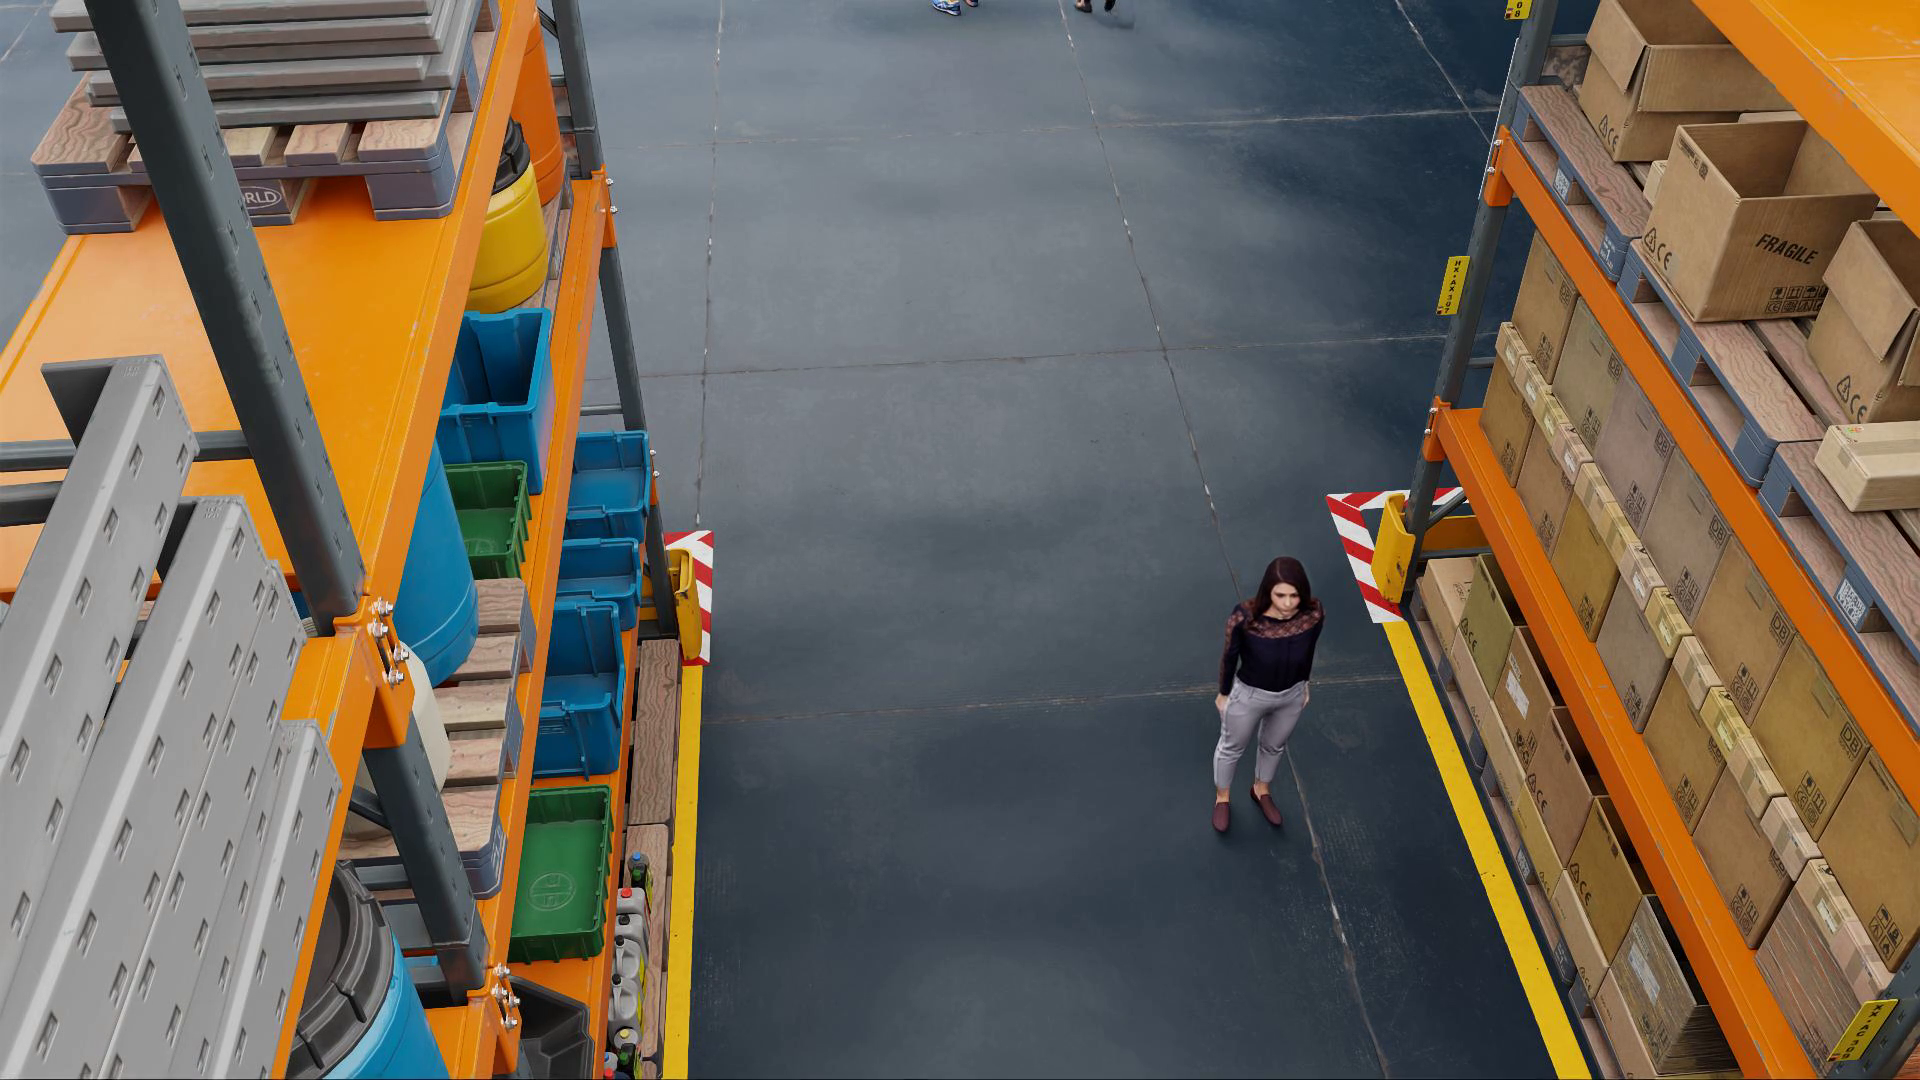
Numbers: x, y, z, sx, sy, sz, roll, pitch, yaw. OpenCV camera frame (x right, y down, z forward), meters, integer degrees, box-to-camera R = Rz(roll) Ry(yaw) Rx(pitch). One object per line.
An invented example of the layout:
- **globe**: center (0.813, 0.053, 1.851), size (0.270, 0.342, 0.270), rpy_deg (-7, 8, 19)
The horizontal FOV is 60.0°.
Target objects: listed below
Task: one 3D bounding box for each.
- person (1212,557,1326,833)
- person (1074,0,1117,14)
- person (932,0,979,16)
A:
- **person**: center (1.388, 0.712, 7.545), size (0.609, 1.608, 0.542), rpy_deg (-6, 43, -7)
- **person**: center (1.183, -5.106, 14.180), size (0.660, 1.301, 0.755), rpy_deg (-26, 48, -26)
- **person**: center (-0.018, -5.413, 14.096), size (0.708, 1.868, 0.745), rpy_deg (-31, 50, -29)
